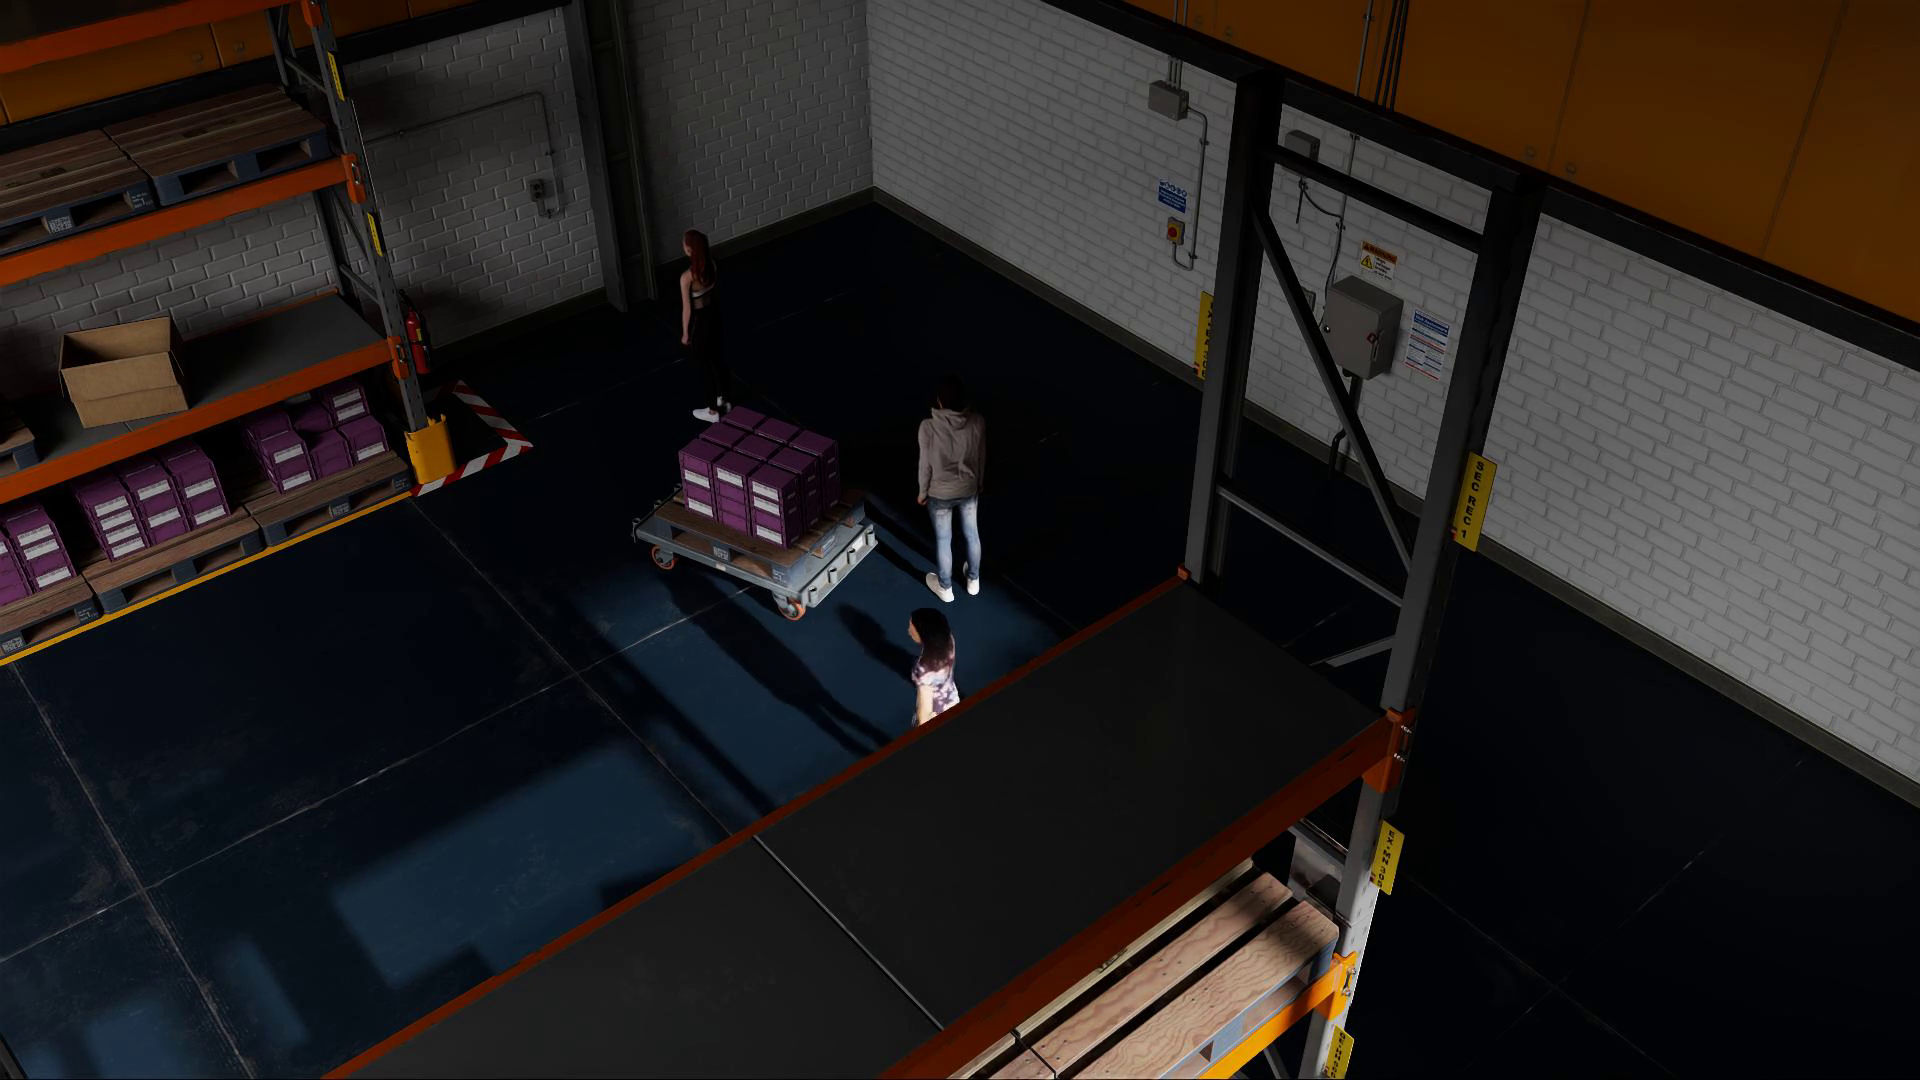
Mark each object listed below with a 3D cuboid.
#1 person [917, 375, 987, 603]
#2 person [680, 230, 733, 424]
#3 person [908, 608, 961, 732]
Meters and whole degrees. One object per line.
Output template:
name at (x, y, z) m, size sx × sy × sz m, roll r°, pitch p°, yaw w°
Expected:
person at (-0.050, -0.361, 11.795) m, size 0.639 × 1.853 × 0.799 m, roll -13°, pitch 40°, yaw -16°
person at (-2.083, -1.755, 13.630) m, size 0.695 × 1.740 × 0.538 m, roll 25°, pitch 45°, yaw 28°
person at (-0.076, 1.086, 10.094) m, size 0.903 × 1.715 × 0.914 m, roll 15°, pitch 41°, yaw 18°
